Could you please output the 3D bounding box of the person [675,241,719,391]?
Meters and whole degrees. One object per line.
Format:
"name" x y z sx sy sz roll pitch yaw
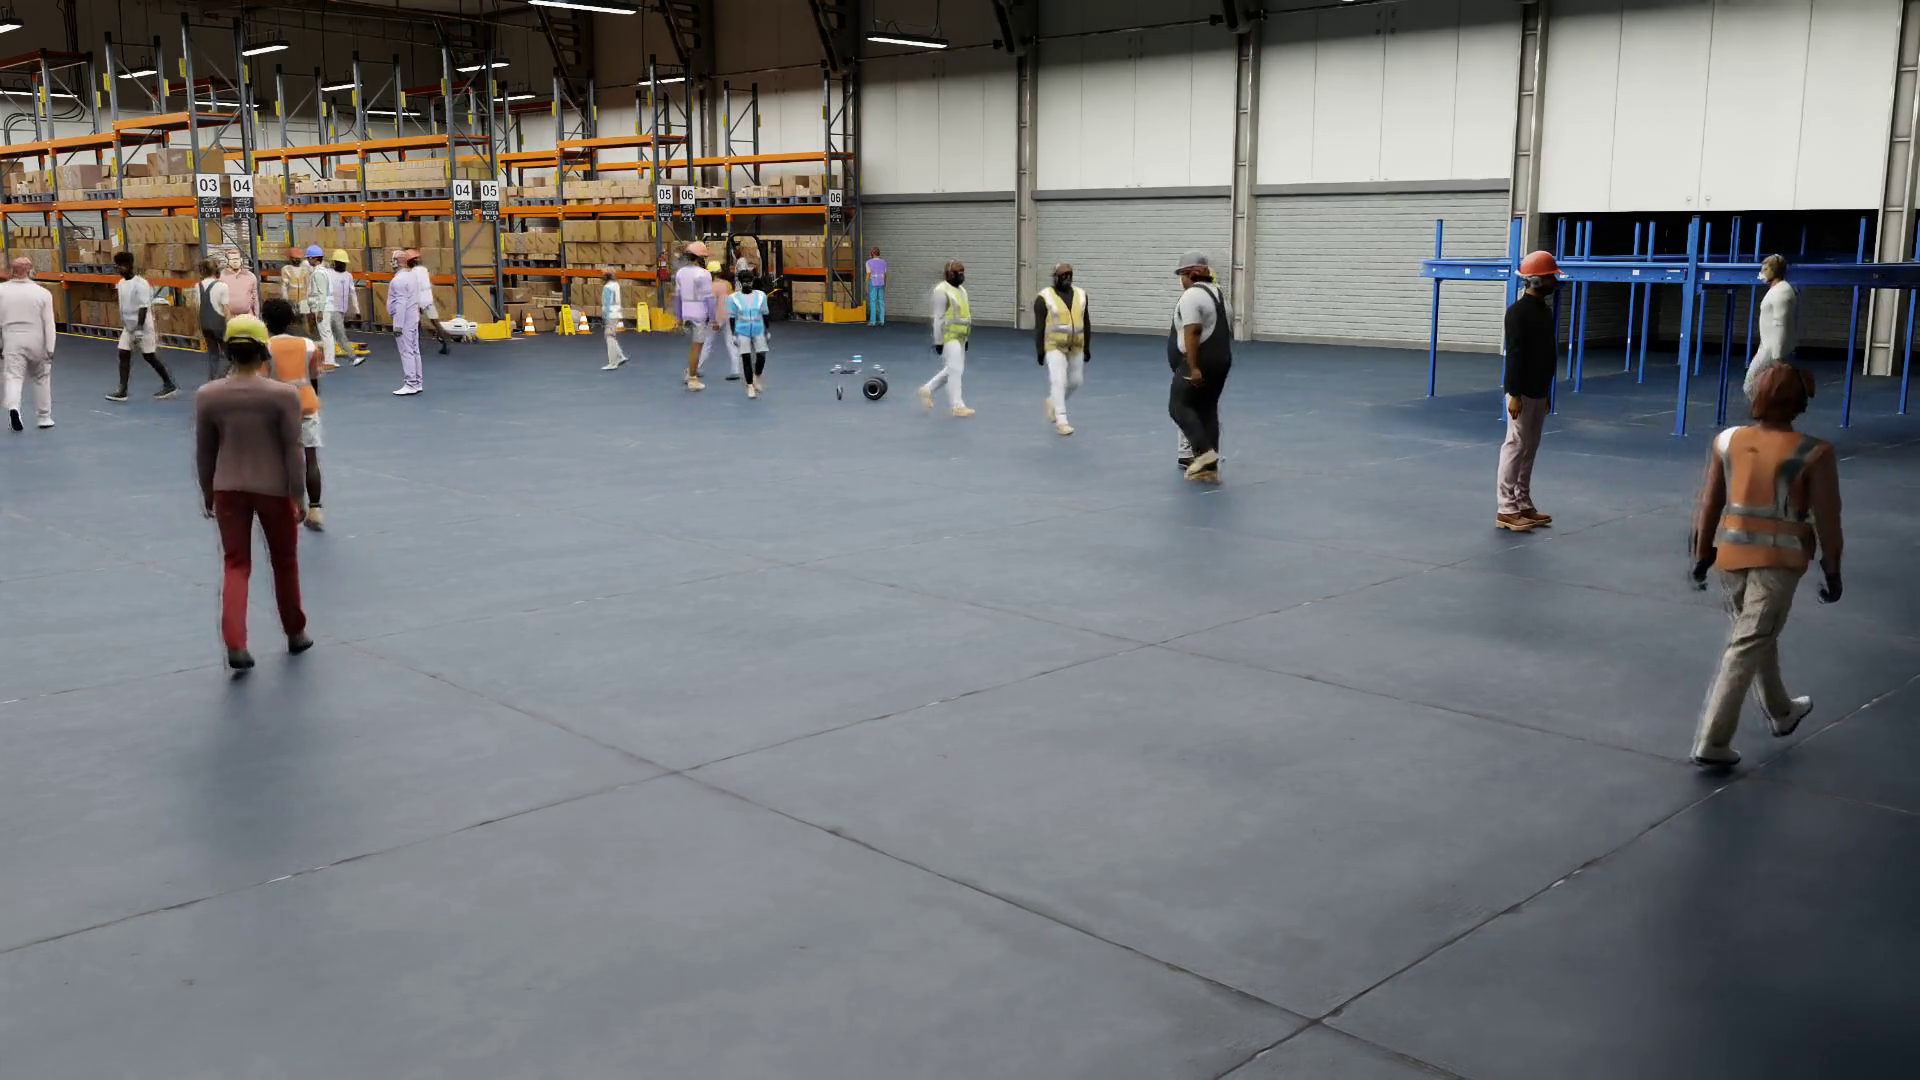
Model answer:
"person" -3.571 -3.053 22.726 0.605 2.022 0.553 9 14 40

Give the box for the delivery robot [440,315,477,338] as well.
"delivery robot" -9.921 -4.212 32.912 0.707 0.478 0.477 4 11 23

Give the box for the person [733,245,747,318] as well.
"person" -5.305 -6.094 39.736 0.663 1.860 0.585 -1 10 -7

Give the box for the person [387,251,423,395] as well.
"person" -7.428 -2.896 22.192 0.403 1.904 0.651 0 10 0

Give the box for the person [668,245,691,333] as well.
"person" -6.005 -5.513 36.476 0.930 1.911 0.622 -8 13 -38

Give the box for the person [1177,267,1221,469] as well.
"person" 2.181 -1.561 15.138 0.403 1.825 0.589 6 12 31

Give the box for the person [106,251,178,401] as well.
"person" -10.591 -2.761 21.438 0.621 1.921 0.890 6 12 30

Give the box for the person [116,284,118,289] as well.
"person" -19.865 -5.895 39.102 0.539 1.698 0.318 -9 14 -40

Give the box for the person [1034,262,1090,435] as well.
"person" 1.086 -2.077 17.944 0.636 1.827 0.671 -5 11 -24

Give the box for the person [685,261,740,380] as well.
"person" -3.625 -3.228 24.509 0.900 1.724 0.532 6 12 28

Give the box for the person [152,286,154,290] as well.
"person" -21.612 -6.736 43.983 0.529 1.582 0.881 -4 11 -23

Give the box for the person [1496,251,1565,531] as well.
"person" 4.130 -1.083 12.053 0.382 1.994 0.623 9 13 39

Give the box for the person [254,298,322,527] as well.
"person" -4.943 -0.941 12.181 0.545 1.649 0.856 -10 14 -43

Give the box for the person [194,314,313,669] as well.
"person" -3.487 -0.226 8.197 0.534 1.756 0.791 -1 10 -7

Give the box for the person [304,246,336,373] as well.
"person" -9.907 -3.576 25.779 0.406 1.946 0.608 -3 11 -16

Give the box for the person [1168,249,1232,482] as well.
"person" 2.066 -1.519 14.429 0.619 2.000 0.731 9 14 40

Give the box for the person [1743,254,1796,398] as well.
"person" 8.044 -1.867 16.517 0.439 1.921 0.642 5 12 27

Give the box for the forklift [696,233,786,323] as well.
"forklift" -5.496 -6.489 41.108 2.313 2.155 1.214 -10 14 -44

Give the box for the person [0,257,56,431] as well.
"person" -10.170 -2.127 18.068 0.638 1.881 0.849 -3 11 -17

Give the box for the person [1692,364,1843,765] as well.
"person" 3.286 0.093 6.708 0.871 1.589 0.538 -6 12 -29

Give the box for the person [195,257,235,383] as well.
"person" -9.544 -2.699 21.314 0.519 1.831 0.428 3 11 14

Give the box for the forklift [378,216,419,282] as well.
"forklift" -17.868 -9.201 54.028 1.873 2.768 1.129 -10 14 -44

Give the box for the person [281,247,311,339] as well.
"person" -12.500 -4.563 31.353 0.543 1.893 1.030 -7 12 -33

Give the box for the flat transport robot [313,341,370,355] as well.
"flat transport robot" -11.234 -3.430 29.676 1.431 0.197 0.652 8 13 36

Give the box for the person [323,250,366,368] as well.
"person" -9.827 -3.669 26.483 1.014 1.864 0.601 4 11 23

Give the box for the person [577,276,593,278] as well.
"person" -10.309 -7.113 45.659 0.483 1.737 0.320 4 11 20

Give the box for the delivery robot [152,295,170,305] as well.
"delivery robot" -20.999 -6.182 43.653 0.477 0.478 0.707 -8 13 -39

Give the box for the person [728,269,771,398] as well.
"person" -2.747 -2.685 21.660 0.563 1.668 0.459 -3 11 -15

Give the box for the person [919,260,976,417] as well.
"person" -0.159 -2.381 19.604 0.710 1.825 0.630 4 11 23

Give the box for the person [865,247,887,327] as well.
"person" -1.942 -5.898 38.748 0.563 1.838 0.377 -8 13 -39

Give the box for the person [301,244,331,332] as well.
"person" -13.650 -5.301 35.267 0.669 1.918 0.689 -5 12 -28

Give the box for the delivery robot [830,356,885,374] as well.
"delivery robot" -1.340 -2.296 21.754 0.698 0.223 0.335 1 10 4

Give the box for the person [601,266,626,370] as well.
"person" -5.490 -3.484 26.120 0.357 1.625 0.546 1 10 6

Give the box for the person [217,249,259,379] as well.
"person" -10.247 -3.154 23.588 0.636 1.911 0.406 -8 13 -38

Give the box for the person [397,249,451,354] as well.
"person" -9.514 -4.222 29.566 0.981 1.864 0.694 3 11 17
